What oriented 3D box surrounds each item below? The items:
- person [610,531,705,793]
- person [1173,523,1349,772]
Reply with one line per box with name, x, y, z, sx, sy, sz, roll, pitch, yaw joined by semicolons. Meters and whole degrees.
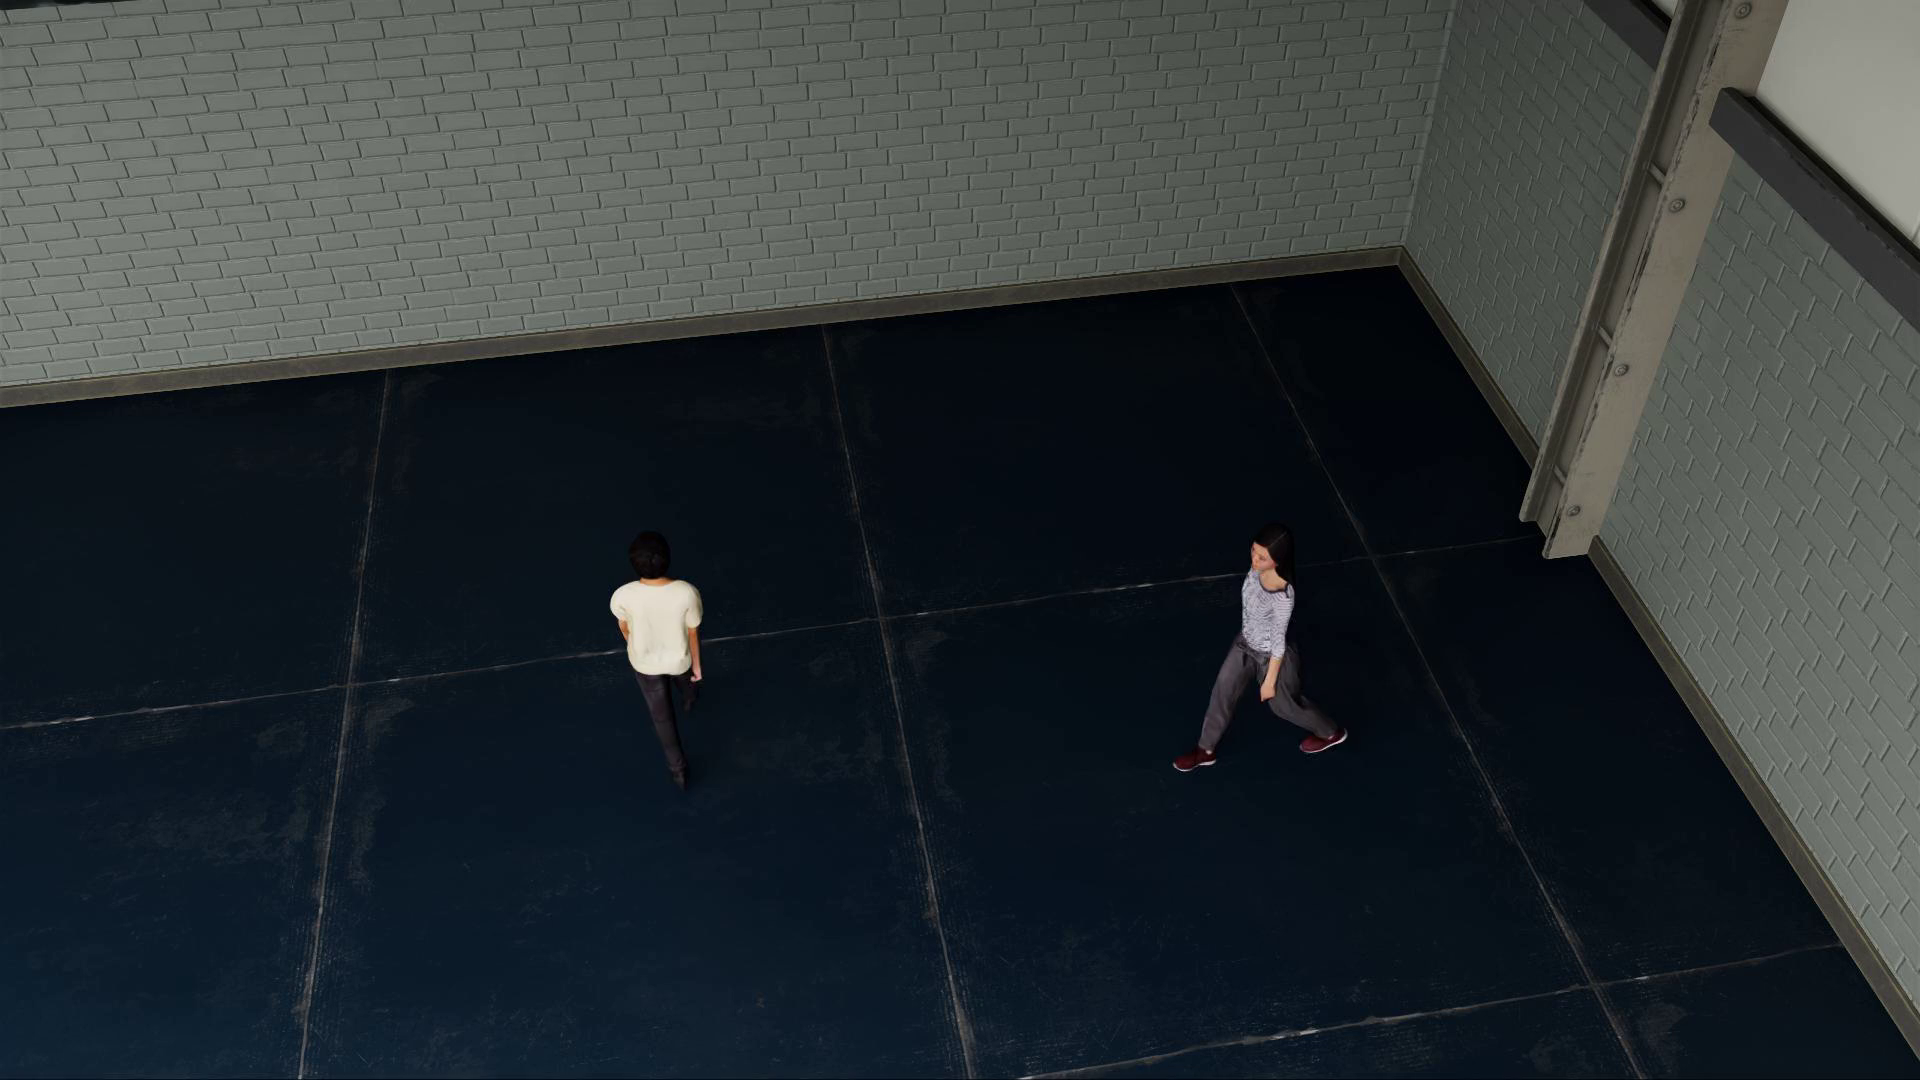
person;-1.474;0.657;8.321;0.627;1.557;0.950;-10;44;-10
person;1.638;0.559;8.328;0.750;1.693;1.103;-7;44;-8
